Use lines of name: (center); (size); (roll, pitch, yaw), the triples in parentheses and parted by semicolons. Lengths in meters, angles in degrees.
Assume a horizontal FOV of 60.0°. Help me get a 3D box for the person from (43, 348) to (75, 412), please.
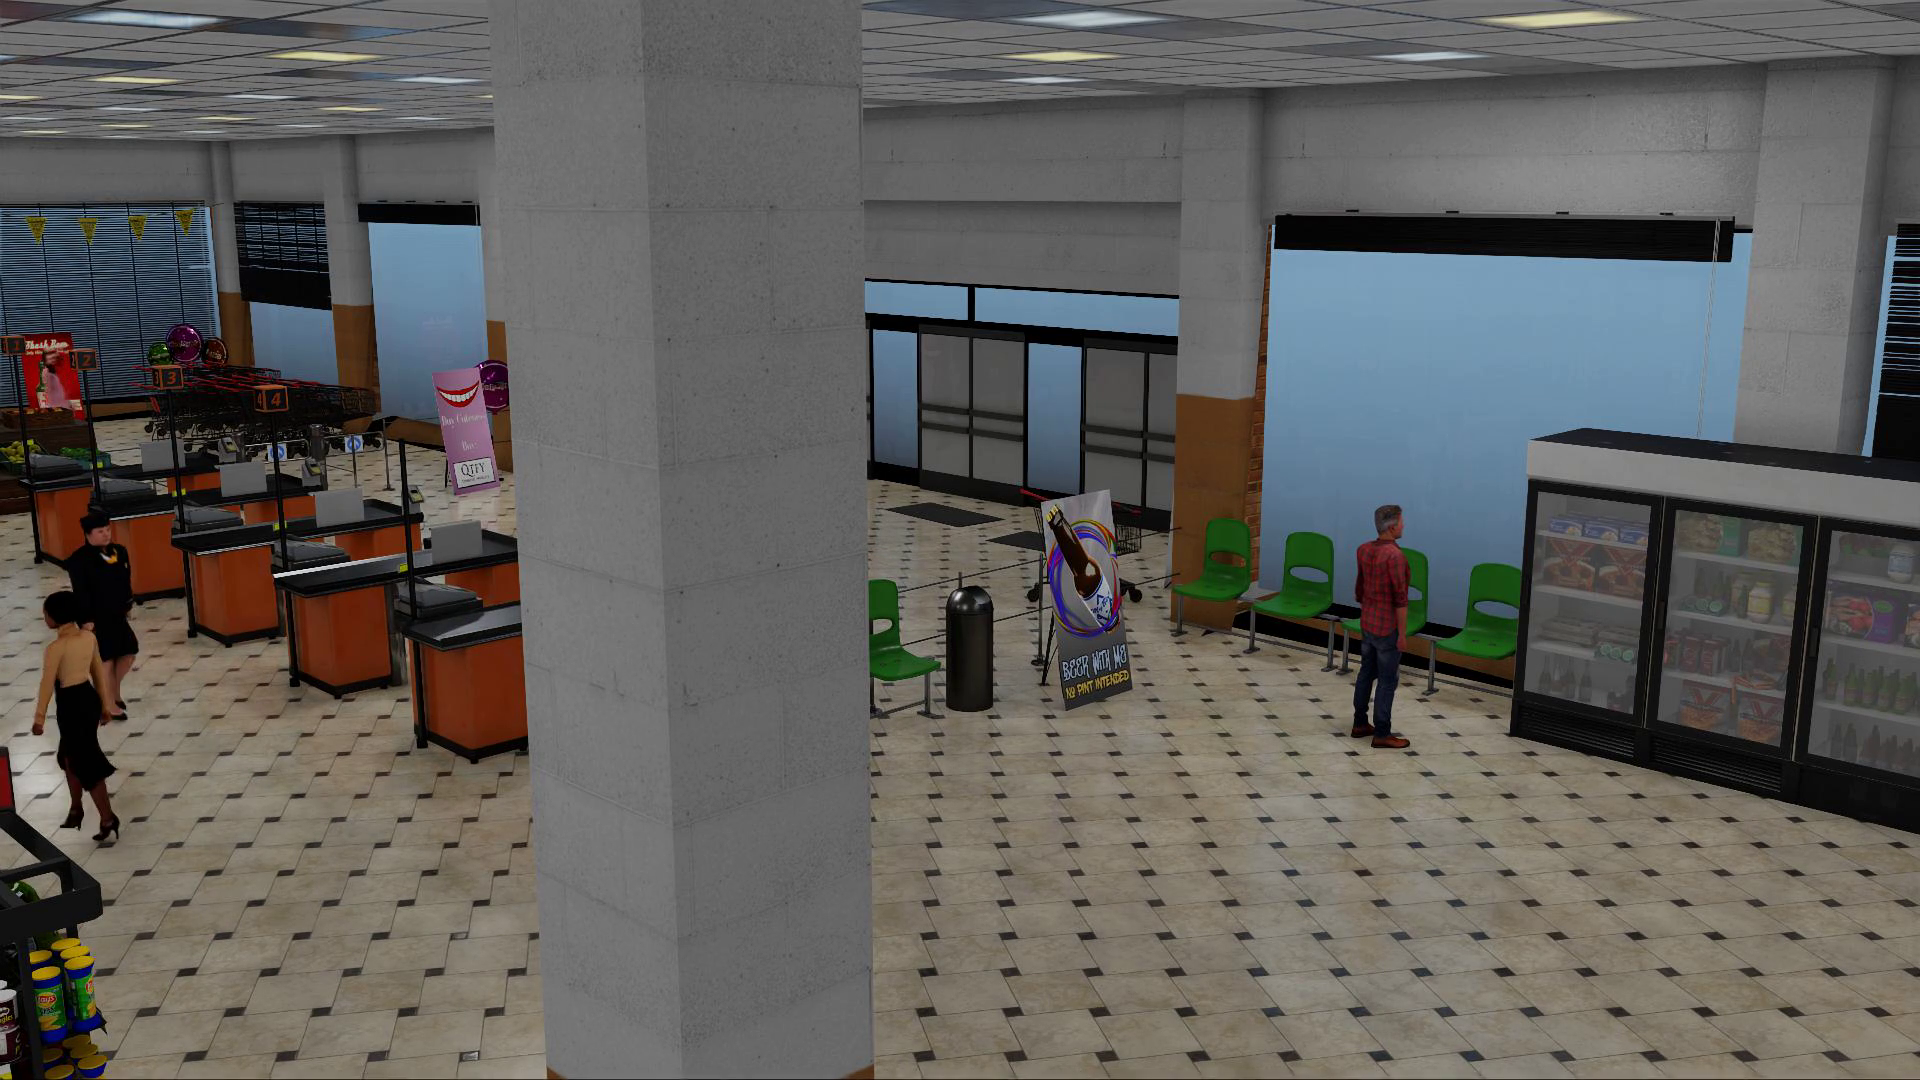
person: (-13.717, -2.047, 25.353); (0.788, 1.780, 0.717); (-2, 12, -10)

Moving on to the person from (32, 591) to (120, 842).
person: (-5.523, 1.141, 10.555); (0.830, 1.639, 0.783); (1, 12, 7)

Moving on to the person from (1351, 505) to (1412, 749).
person: (3.174, 0.632, 12.511); (0.705, 1.831, 0.761); (-5, 13, -20)

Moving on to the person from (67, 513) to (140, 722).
person: (-6.752, 0.607, 13.040); (0.834, 1.661, 0.699); (6, 14, 28)
